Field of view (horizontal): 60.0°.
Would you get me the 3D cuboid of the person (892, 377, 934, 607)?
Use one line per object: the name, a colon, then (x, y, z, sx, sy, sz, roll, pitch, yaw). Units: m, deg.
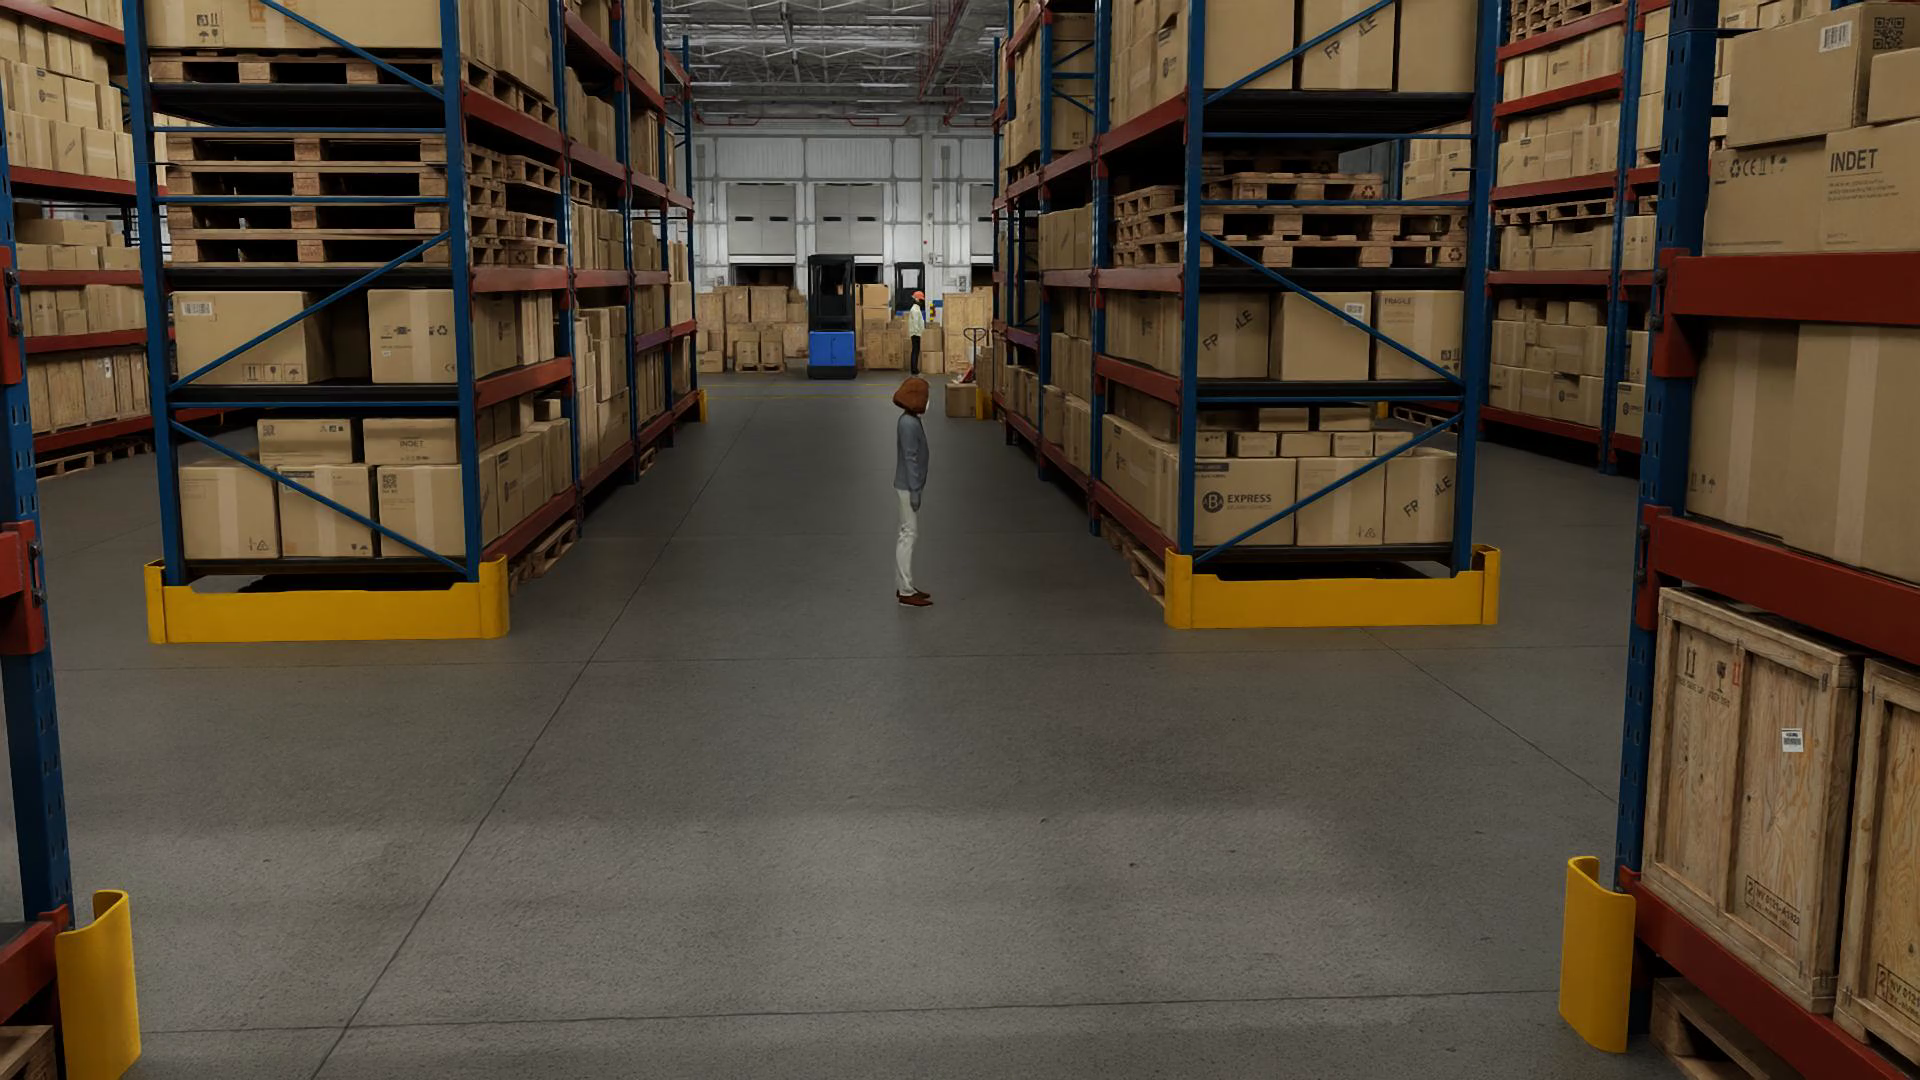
person: (-0.339, -0.347, 11.912, 0.286, 1.632, 0.498, -1, 9, -4)

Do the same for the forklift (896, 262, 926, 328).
forklift: (-1.780, -8.547, 59.499, 1.129, 2.768, 1.873, -1, 9, -4)

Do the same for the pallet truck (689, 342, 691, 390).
pallet truck: (-5.225, -3.008, 27.480, 1.885, 1.965, 0.823, 2, 9, 14)

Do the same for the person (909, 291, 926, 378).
person: (-0.980, -4.700, 38.118, 0.384, 1.993, 0.609, -1, 9, -4)

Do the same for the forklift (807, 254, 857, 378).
forklift: (-2.942, -5.145, 38.138, 1.129, 2.768, 1.873, -1, 9, -4)
